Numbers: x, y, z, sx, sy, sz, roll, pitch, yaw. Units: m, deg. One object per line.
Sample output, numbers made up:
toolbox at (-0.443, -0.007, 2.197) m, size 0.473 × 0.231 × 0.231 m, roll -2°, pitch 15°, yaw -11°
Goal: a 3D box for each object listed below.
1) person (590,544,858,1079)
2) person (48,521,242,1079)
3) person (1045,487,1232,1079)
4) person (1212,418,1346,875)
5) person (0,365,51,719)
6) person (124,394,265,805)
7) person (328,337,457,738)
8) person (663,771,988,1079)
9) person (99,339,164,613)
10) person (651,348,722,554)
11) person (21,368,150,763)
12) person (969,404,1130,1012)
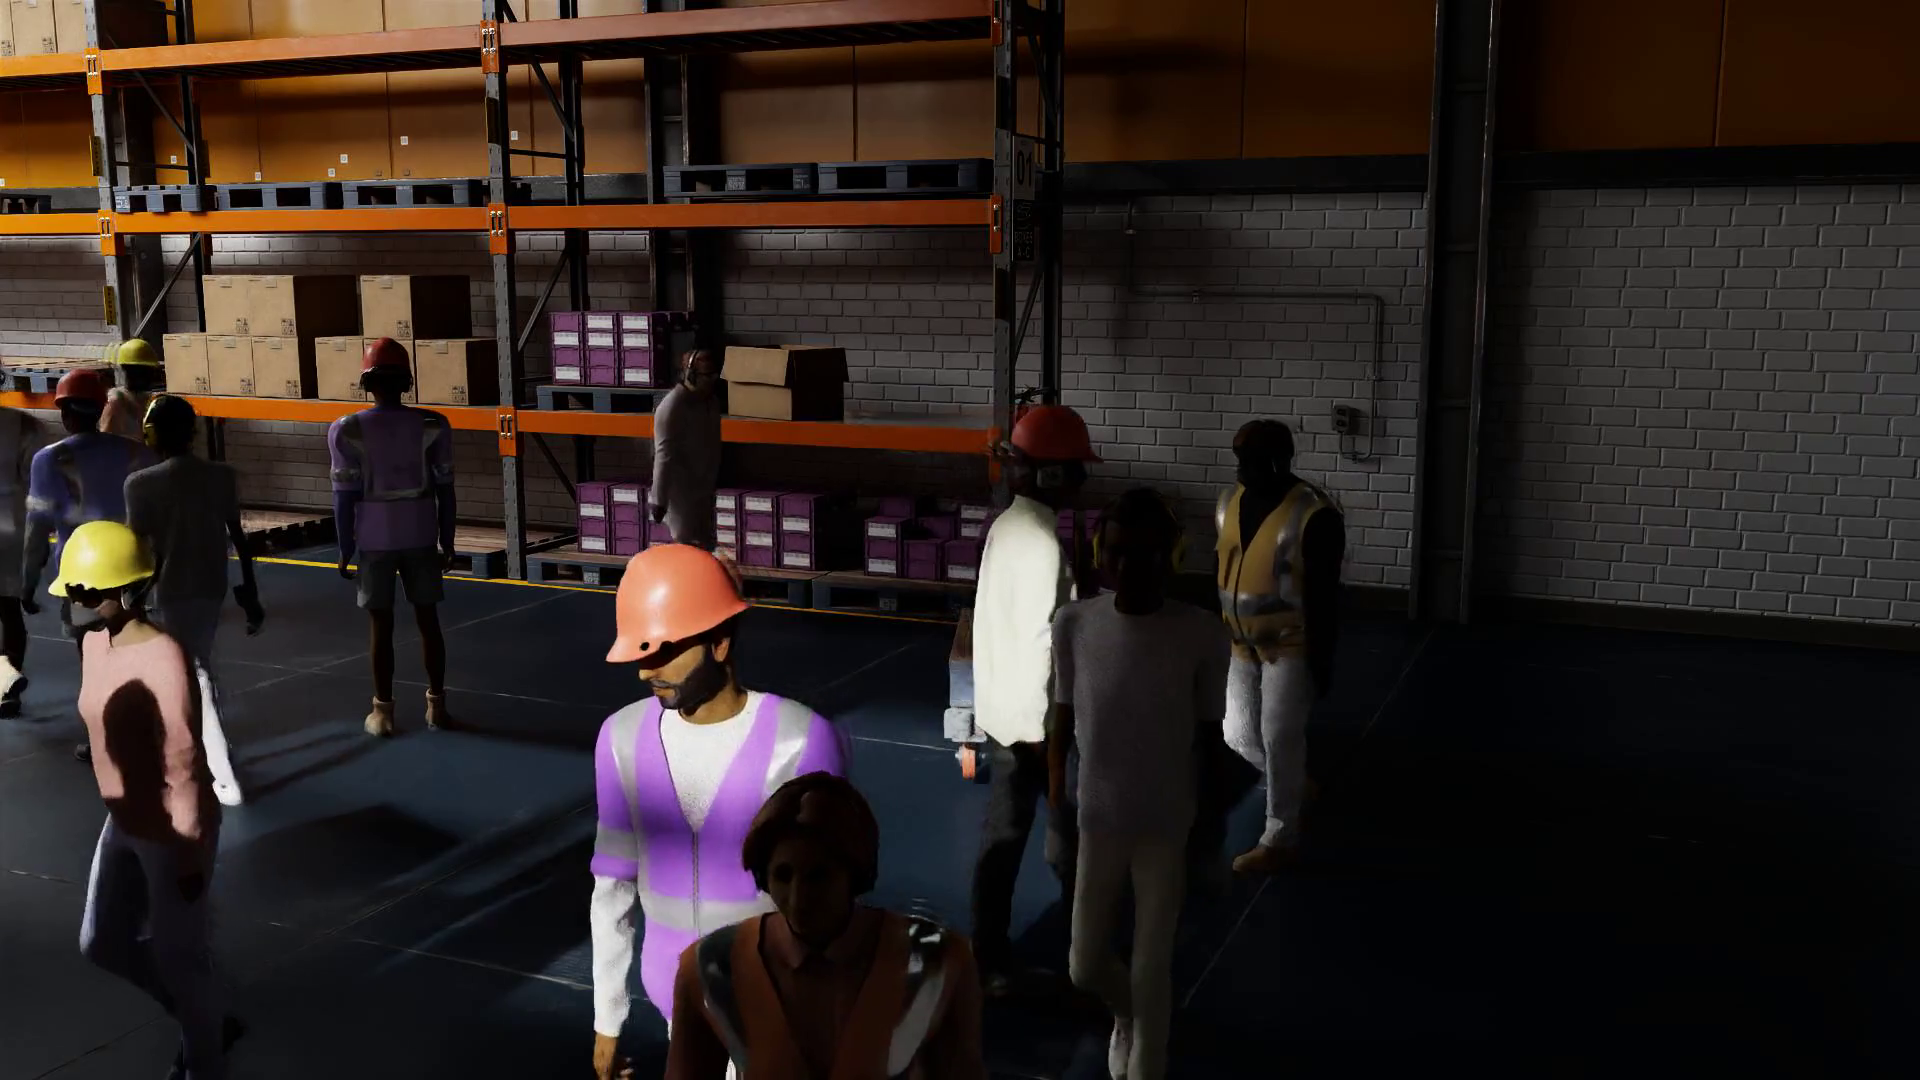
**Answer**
person at (-0.472, 0.916, 3.499) m, size 0.561 × 1.881 × 1.008 m, roll 3°, pitch 10°, yaw 16°
person at (-2.214, 0.796, 4.559) m, size 0.545 × 1.751 × 0.418 m, roll 7°, pitch 12°, yaw 37°
person at (0.490, 0.760, 4.485) m, size 0.518 × 1.858 × 0.612 m, roll 4°, pitch 10°, yaw 21°
person at (1.286, 0.409, 6.686) m, size 0.548 × 1.820 × 0.668 m, roll -7°, pitch 12°, yaw -36°
person at (-5.060, -0.029, 8.691) m, size 0.583 × 2.032 × 0.633 m, roll 8°, pitch 12°, yaw 40°
person at (-3.547, 0.260, 7.534) m, size 0.880 × 1.830 × 0.549 m, roll 6°, pitch 11°, yaw 34°
person at (-2.891, -0.009, 8.523) m, size 0.608 × 2.044 × 0.373 m, roll -5°, pitch 11°, yaw -29°
person at (-0.221, 1.172, 2.691) m, size 0.551 × 1.620 × 0.471 m, roll 1°, pitch 10°, yaw 5°
person at (-5.508, -0.419, 11.402) m, size 0.907 × 1.890 × 0.621 m, roll 0°, pitch 9°, yaw -2°
person at (-1.860, -0.347, 11.076) m, size 0.634 × 1.870 × 0.669 m, roll 4°, pitch 10°, yaw 21°
person at (-4.205, 0.134, 8.052) m, size 0.482 × 1.909 × 0.674 m, roll 6°, pitch 11°, yaw 33°
person at (0.368, 0.550, 5.373) m, size 0.756 × 1.967 × 0.636 m, roll -1°, pitch 10°, yaw -9°
